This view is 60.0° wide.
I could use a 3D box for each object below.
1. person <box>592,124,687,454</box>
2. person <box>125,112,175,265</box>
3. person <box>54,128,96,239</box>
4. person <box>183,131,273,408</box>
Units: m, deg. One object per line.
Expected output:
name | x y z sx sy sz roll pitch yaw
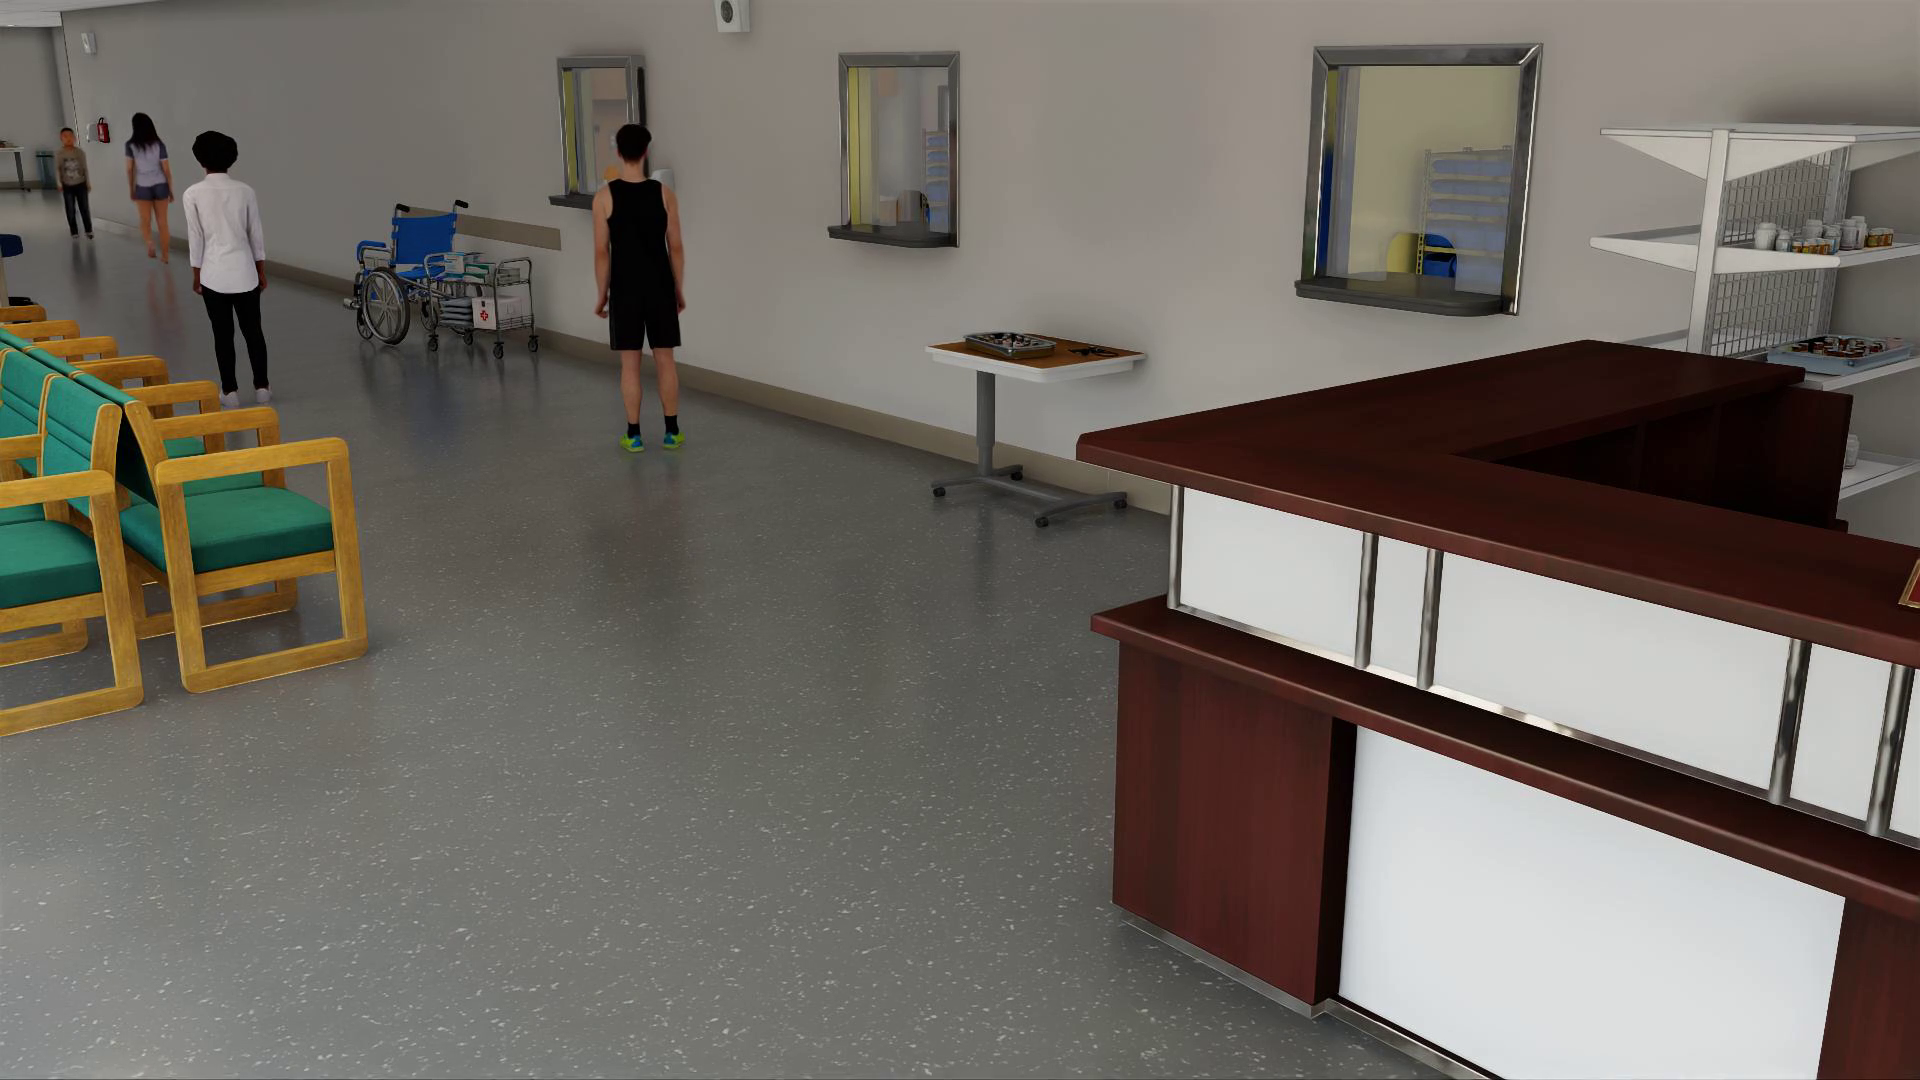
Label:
person | -1.862 -1.463 9.728 0.694 1.892 0.832 -4 16 -13
person | -9.274 -4.002 19.062 0.841 1.714 0.783 -7 17 -24
person | -11.781 -4.704 22.078 0.952 1.428 0.700 -10 19 -32
person | -4.878 -1.807 11.099 0.537 1.810 0.708 -10 19 -32
